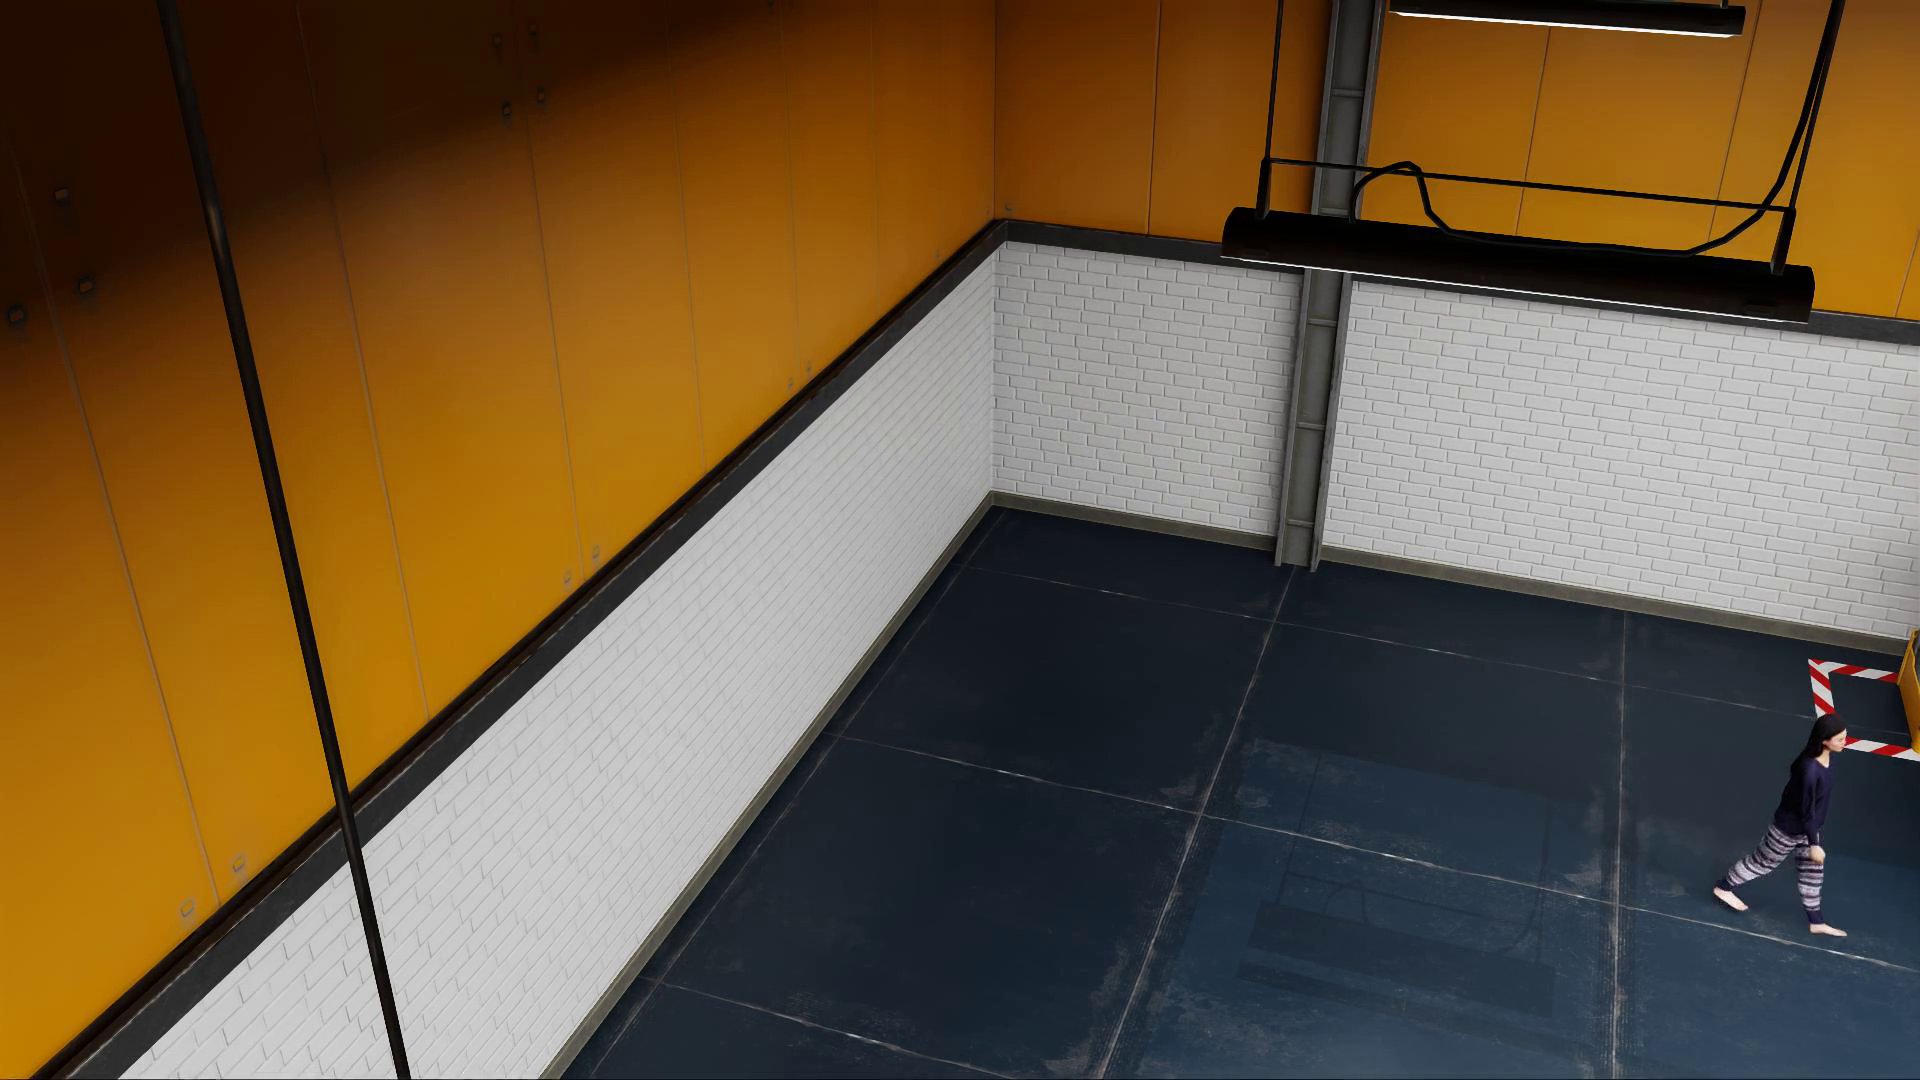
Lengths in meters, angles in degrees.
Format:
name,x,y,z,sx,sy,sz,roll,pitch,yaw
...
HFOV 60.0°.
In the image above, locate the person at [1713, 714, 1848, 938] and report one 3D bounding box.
name,x,y,z,sx,sy,sz,roll,pitch,yaw
person,5.563,1.900,11.264,1.177,1.682,0.893,23,36,36
